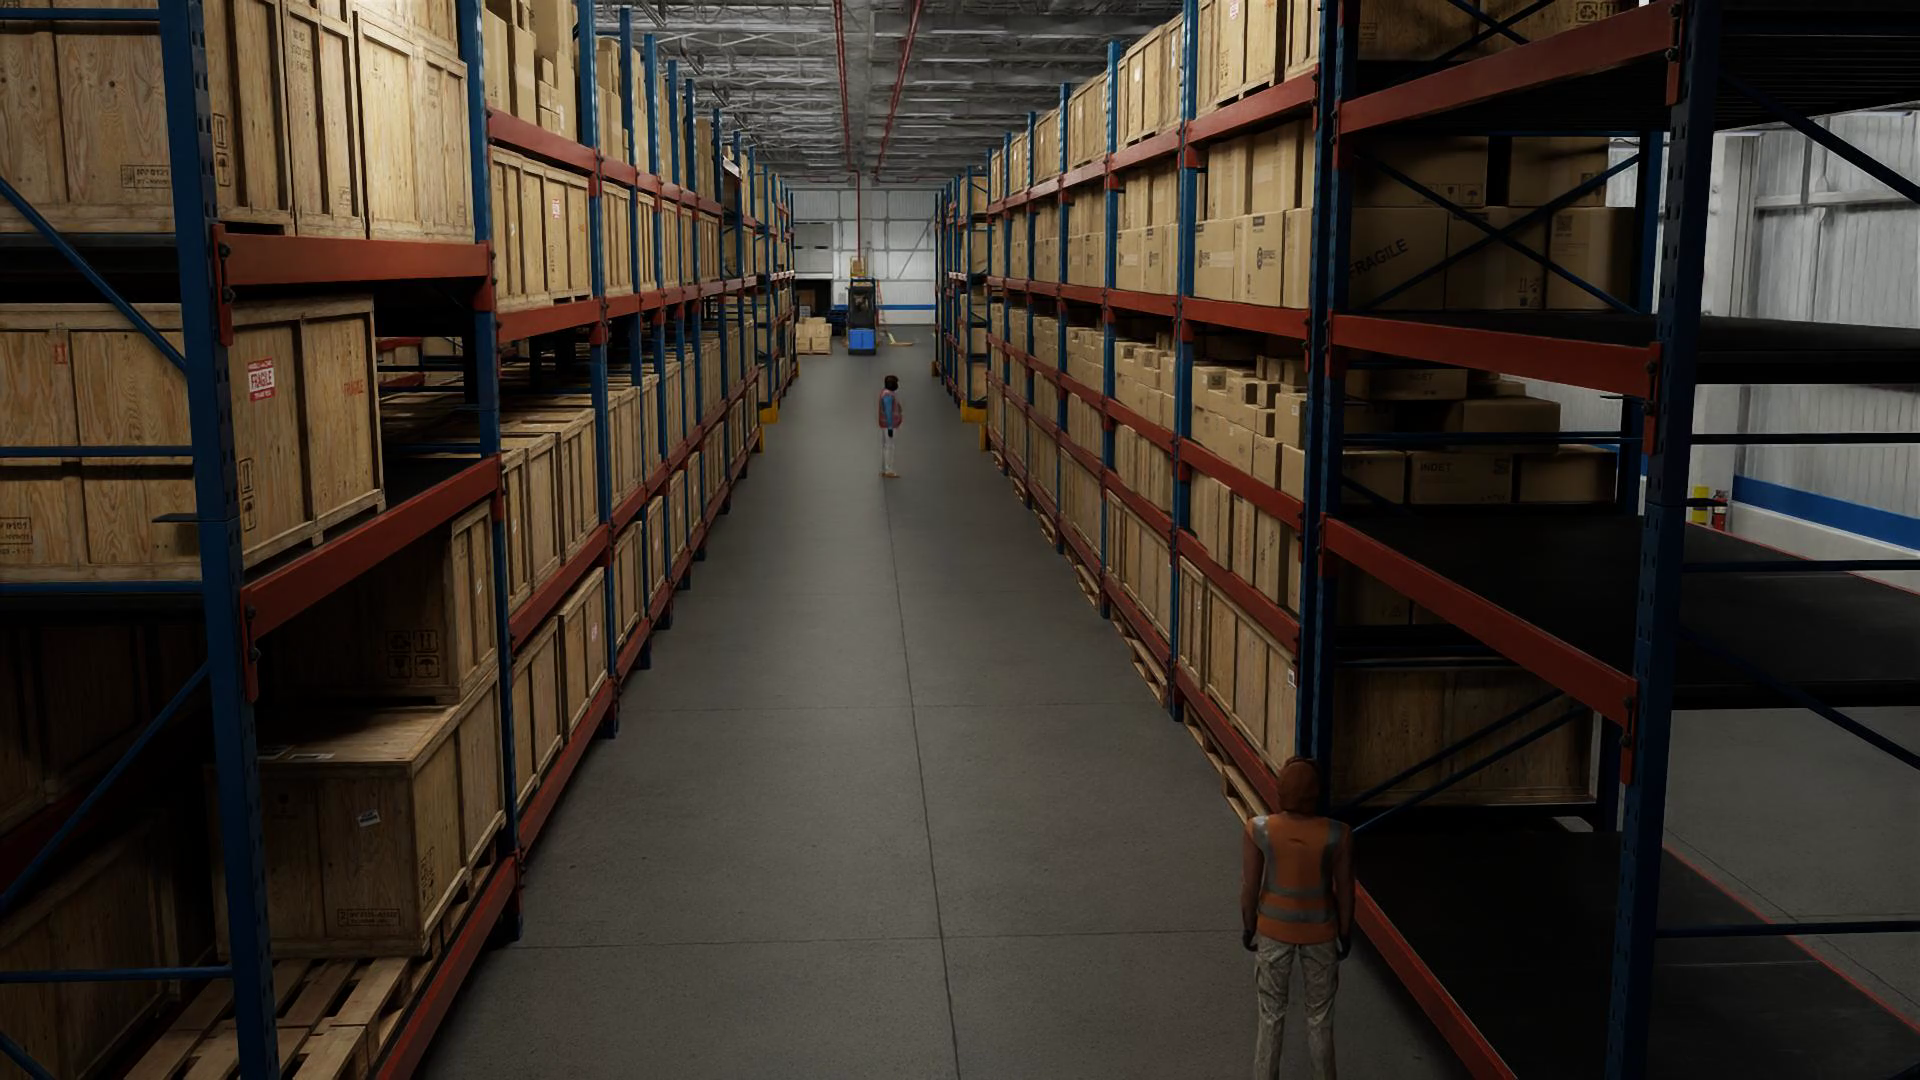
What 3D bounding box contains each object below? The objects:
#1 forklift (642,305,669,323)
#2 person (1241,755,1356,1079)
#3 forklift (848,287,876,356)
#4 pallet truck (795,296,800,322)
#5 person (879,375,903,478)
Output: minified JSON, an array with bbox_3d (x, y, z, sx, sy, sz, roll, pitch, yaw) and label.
[{"bbox_3d":[-9.940,-6.663,54.271,1.129,2.768,1.873,-1,10,-3],"label":"forklift"},{"bbox_3d":[1.525,1.782,7.524,0.510,1.640,0.308,2,10,11],"label":"person"},{"bbox_3d":[-4.020,-8.965,68.019,1.129,2.768,1.873,-1,10,-4],"label":"forklift"},{"bbox_3d":[-8.622,-12.439,91.403,1.885,1.965,0.823,2,10,13],"label":"pallet truck"},{"bbox_3d":[-1.238,-2.028,29.684,0.429,1.839,0.634,0,10,-3],"label":"person"}]
